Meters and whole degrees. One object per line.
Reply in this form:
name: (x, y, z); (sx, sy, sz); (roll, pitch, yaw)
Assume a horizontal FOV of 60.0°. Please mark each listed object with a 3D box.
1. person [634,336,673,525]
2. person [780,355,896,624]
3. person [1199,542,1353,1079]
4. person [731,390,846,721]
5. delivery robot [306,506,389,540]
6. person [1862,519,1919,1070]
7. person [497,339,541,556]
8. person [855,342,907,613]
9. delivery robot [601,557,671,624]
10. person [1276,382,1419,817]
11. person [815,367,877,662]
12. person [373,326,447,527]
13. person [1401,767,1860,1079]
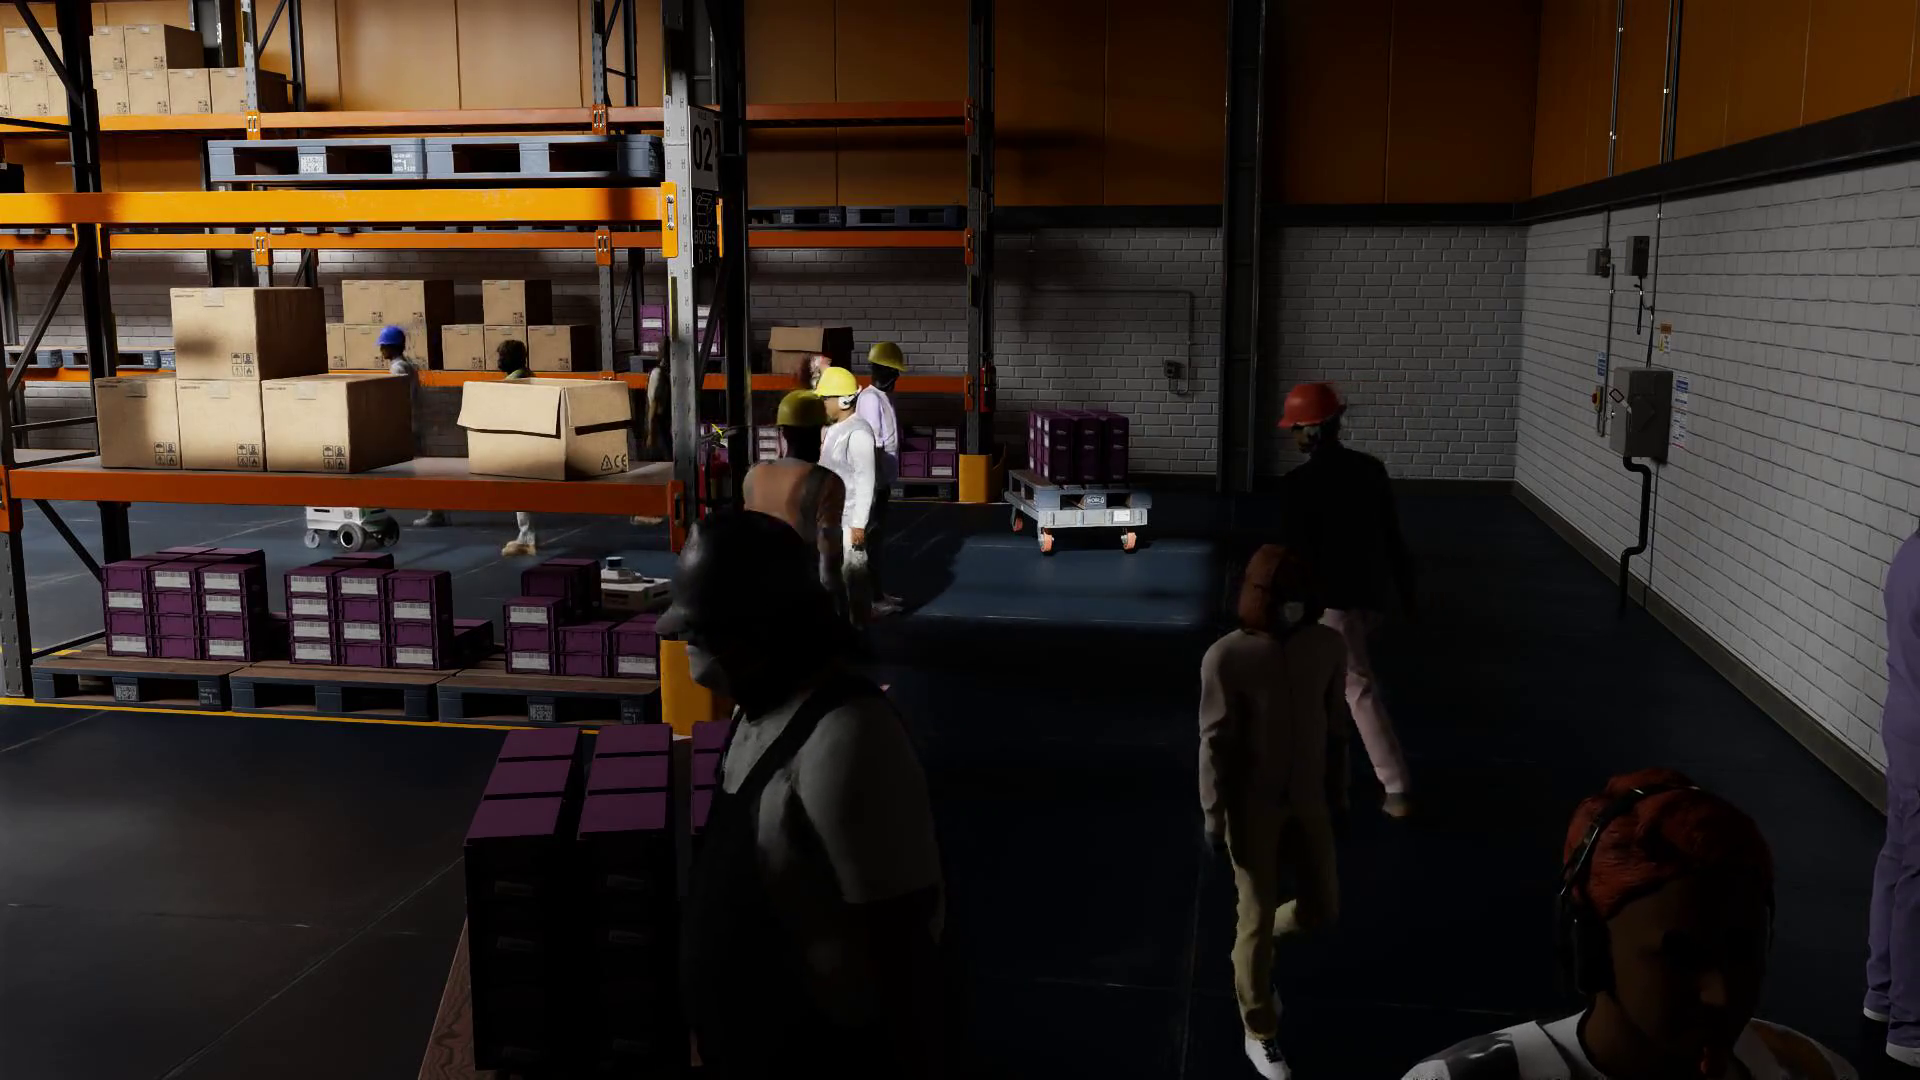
person: (-2.705, -1.024, 15.776); (0.917, 1.800, 0.540); (0, 9, -2)
person: (-0.864, -0.266, 10.877); (0.945, 1.860, 0.655); (-2, 9, -12)
person: (0.937, 0.797, 5.047); (0.515, 1.617, 0.416); (-3, 10, -20)
person: (-0.798, 0.251, 7.661); (0.602, 1.878, 0.988); (6, 11, 32)
delivery robot: (-5.338, -0.240, 14.478); (0.707, 0.478, 0.477); (4, 10, 24)
person: (3.010, 0.654, 5.043); (0.409, 1.907, 0.650); (3, 10, 19)
person: (-3.777, -0.789, 14.199); (0.429, 1.840, 0.632); (-1, 9, -5)
person: (-0.563, -0.447, 11.839); (0.380, 1.918, 0.585); (0, 9, -1)
delivery robot: (-2.239, 0.353, 10.803); (0.707, 0.478, 0.477); (4, 10, 21)
person: (1.748, 0.252, 7.527); (0.655, 1.922, 1.004); (-7, 11, -36)
person: (-0.729, -0.162, 10.342); (0.404, 1.827, 0.600); (-4, 10, -23)
person: (-5.322, -1.044, 15.588); (0.980, 1.893, 0.641); (-2, 9, -13)
person: (0.730, 1.175, 1.887); (0.574, 1.882, 0.358); (-2, 9, -13)
